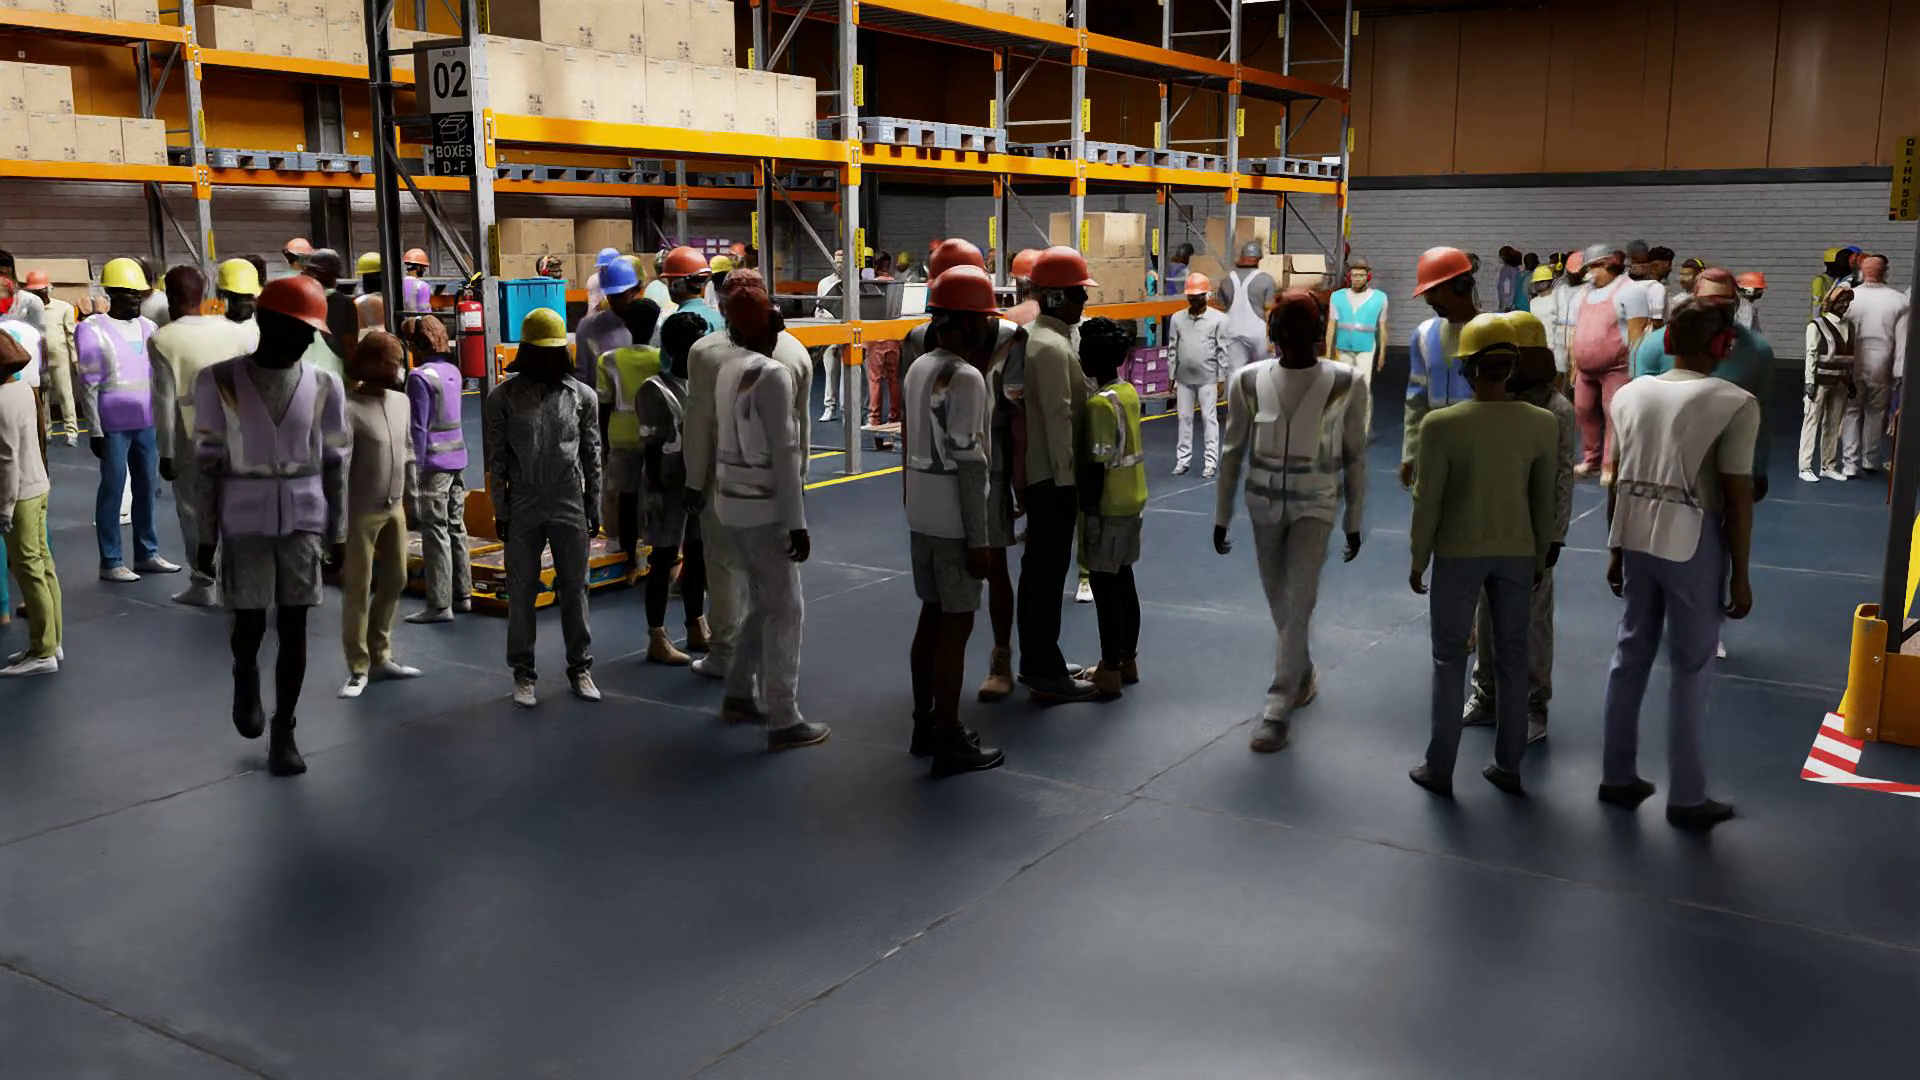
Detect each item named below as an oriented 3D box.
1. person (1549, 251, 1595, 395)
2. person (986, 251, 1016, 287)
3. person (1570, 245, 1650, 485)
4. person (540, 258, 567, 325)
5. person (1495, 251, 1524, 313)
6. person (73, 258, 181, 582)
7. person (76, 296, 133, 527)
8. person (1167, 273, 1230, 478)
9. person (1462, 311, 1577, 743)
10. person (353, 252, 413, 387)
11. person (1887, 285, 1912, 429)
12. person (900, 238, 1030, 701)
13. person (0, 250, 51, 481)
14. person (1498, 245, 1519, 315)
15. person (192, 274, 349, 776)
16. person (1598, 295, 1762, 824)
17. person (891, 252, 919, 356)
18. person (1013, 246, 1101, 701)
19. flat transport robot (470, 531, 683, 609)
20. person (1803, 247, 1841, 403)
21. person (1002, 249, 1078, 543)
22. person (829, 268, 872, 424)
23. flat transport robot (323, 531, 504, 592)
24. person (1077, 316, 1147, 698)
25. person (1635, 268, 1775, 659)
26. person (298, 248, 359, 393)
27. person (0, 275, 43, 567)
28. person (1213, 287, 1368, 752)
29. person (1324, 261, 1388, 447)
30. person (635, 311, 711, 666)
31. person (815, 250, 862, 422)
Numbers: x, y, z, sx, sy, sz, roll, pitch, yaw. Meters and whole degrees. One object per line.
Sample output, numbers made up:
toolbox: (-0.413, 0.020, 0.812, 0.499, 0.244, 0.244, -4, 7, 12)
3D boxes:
person: (6.497, -2.080, 17.523, 0.667, 1.913, 0.563, -8, 13, -38)
person: (0.515, -2.759, 21.278, 0.589, 1.916, 0.400, 6, 12, 32)
person: (5.374, -1.491, 13.889, 0.544, 2.000, 0.747, -4, 11, -23)
person: (-4.184, -1.942, 16.929, 0.373, 1.843, 0.570, 0, 10, 0)
person: (8.987, -3.758, 27.045, 0.598, 1.843, 0.680, 9, 14, 41)
person: (-4.943, -0.709, 9.912, 0.391, 1.918, 0.591, 4, 11, 21)
person: (-6.054, -0.912, 11.826, 0.315, 1.634, 0.518, -4, 11, -19)
person: (2.023, -1.406, 14.239, 0.566, 1.744, 0.350, 6, 12, 32)
person: (2.225, -0.049, 6.725, 0.302, 1.743, 0.494, -6, 12, -31)
person: (-4.716, -1.369, 13.552, 0.381, 1.926, 0.591, 6, 12, 31)
person: (10.114, -2.064, 17.641, 0.342, 1.839, 0.508, 9, 14, 41)
person: (0.020, -0.303, 7.347, 0.612, 2.032, 0.411, 4, 11, 19)
person: (-7.862, -1.424, 13.768, 0.611, 1.958, 0.368, -2, 10, -9)
person: (8.917, -3.832, 27.163, 0.370, 1.934, 0.627, 1, 10, 4)
person: (-2.630, -0.066, 6.385, 0.569, 1.898, 0.512, -6, 12, -32)
person: (2.486, 0.070, 5.818, 0.398, 1.835, 0.564, -5, 11, -27)
person: (-1.003, -4.104, 28.977, 0.599, 1.813, 0.450, 10, 14, 44)
person: (0.419, -0.293, 7.384, 0.380, 1.995, 0.611, -1, 10, -7)
flat transport robot: (-2.299, 0.158, 9.662, 0.652, 0.197, 1.431, 6, 12, 31)
person: (10.739, -2.650, 20.624, 0.584, 1.928, 0.373, -8, 13, -39)
person: (0.566, -0.896, 10.809, 0.622, 1.975, 0.711, -10, 14, -44)
person: (-1.136, -2.180, 18.100, 0.598, 1.906, 0.404, -4, 11, -22)
flat transport robot: (-3.317, 0.102, 9.970, 1.431, 0.197, 0.652, 6, 12, 31)
person: (0.659, -0.143, 7.399, 0.320, 1.694, 0.534, 4, 11, 21)
person: (3.633, -0.380, 8.169, 0.671, 1.898, 0.462, 2, 10, 11)
person: (-4.909, -1.287, 12.763, 0.696, 2.000, 1.054, 0, 10, 0)
person: (-5.893, -0.689, 10.092, 0.662, 1.810, 0.419, -8, 13, -38)
person: (1.376, -0.127, 6.899, 0.591, 1.844, 0.978, 5, 11, 27)
person: (3.882, -1.826, 16.380, 0.568, 1.820, 0.696, 5, 12, 28)
person: (-1.332, -0.250, 7.988, 0.320, 1.694, 0.534, 7, 12, 32)
person: (-1.306, -2.257, 18.510, 0.642, 1.909, 0.410, 2, 10, 9)
